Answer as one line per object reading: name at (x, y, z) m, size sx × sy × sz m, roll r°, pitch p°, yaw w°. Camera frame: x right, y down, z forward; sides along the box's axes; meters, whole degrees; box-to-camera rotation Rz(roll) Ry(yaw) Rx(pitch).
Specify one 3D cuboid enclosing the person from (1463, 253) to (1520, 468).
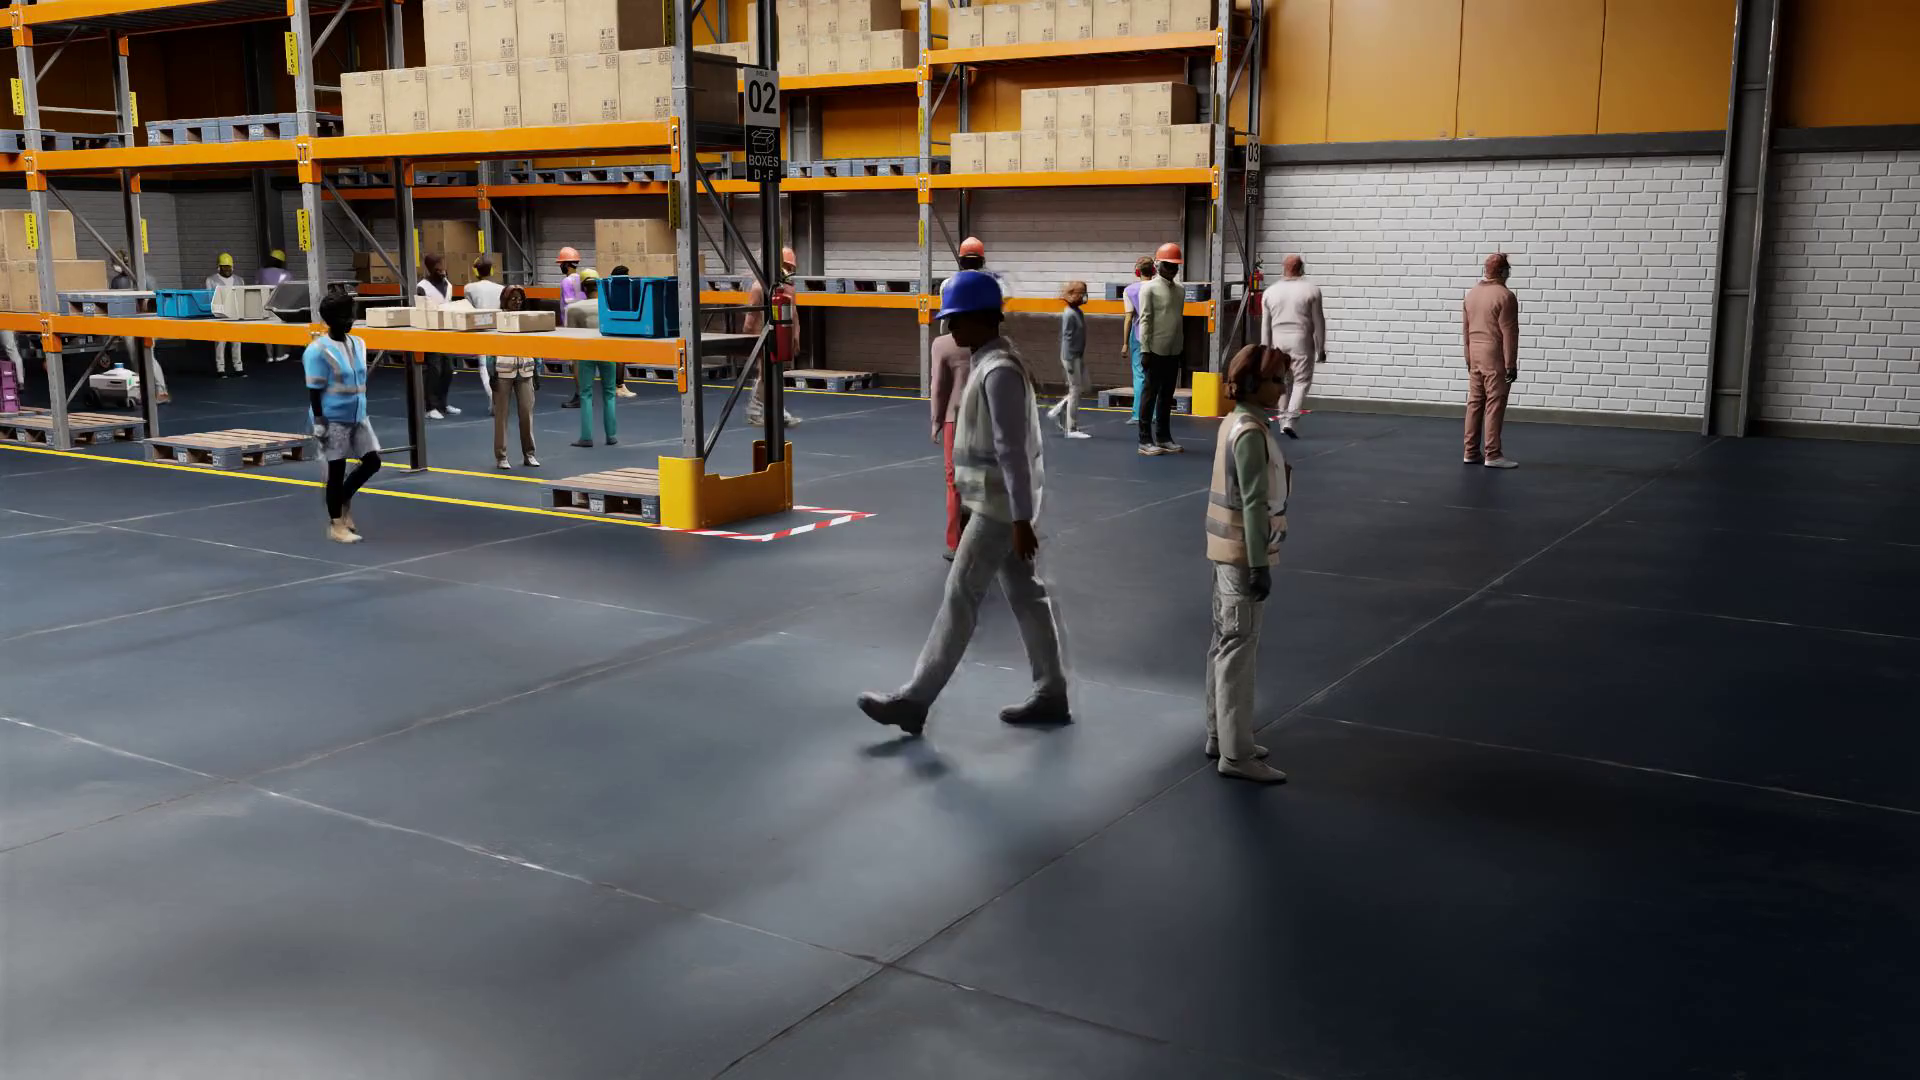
person at (4.771, -1.600, 14.861) m, size 0.409 × 1.908 × 0.652 m, roll -4°, pitch 11°, yaw -20°

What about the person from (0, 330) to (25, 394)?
person at (-12.690, -2.842, 21.871) m, size 0.998 × 1.876 × 0.710 m, roll 5°, pitch 12°, yaw 28°

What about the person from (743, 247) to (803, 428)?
person at (-2.007, -2.173, 17.931) m, size 0.962 × 1.934 × 0.642 m, roll 7°, pitch 12°, yaw 34°

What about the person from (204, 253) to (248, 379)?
person at (-10.725, -3.277, 24.376) m, size 0.403 × 1.827 × 0.601 m, roll 9°, pitch 13°, yaw 40°

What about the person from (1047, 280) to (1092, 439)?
person at (1.139, -1.838, 16.979) m, size 0.419 × 1.616 × 0.515 m, roll 4°, pitch 11°, yaw 19°

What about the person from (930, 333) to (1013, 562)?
person at (0.076, -0.738, 10.484) m, size 0.533 × 1.767 × 0.313 m, roll -1°, pitch 10°, yaw -5°

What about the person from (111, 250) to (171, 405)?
person at (-10.106, -2.597, 20.438) m, size 0.737 × 1.910 × 0.483 m, roll 3°, pitch 11°, yaw 16°

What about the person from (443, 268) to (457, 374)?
person at (-7.794, -3.284, 24.986) m, size 0.282 × 1.625 × 0.492 m, roll 5°, pitch 11°, yaw 26°

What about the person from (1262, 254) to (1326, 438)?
person at (3.431, -1.991, 17.144) m, size 0.656 × 1.911 × 0.661 m, roll 7°, pitch 12°, yaw 35°

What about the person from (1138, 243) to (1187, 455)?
person at (1.936, -1.801, 15.746) m, size 0.621 × 1.989 × 0.398 m, roll -10°, pitch 14°, yaw -43°

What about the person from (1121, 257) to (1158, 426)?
person at (2.028, -2.151, 18.102) m, size 0.564 × 1.841 × 0.394 m, roll -4°, pitch 11°, yaw -22°

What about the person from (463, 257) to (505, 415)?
person at (-5.492, -2.380, 19.419) m, size 0.534 × 1.840 × 0.787 m, roll -6°, pitch 12°, yaw -30°

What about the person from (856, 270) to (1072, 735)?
person at (0.032, -0.142, 6.822) m, size 0.966 × 1.891 × 0.636 m, roll 0°, pitch 10°, yaw -2°

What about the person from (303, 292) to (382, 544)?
person at (-4.112, -0.806, 11.076) m, size 0.372 × 1.679 × 0.554 m, roll 4°, pitch 11°, yaw 23°

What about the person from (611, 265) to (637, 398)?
person at (-4.377, -2.687, 21.464) m, size 0.317 × 1.698 × 0.540 m, roll -5°, pitch 11°, yaw -26°

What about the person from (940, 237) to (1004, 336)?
person at (0.115, -1.842, 15.820) m, size 0.609 × 2.048 × 0.367 m, roll 1°, pitch 10°, yaw 3°

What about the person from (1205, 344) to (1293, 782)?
person at (1.084, 0.082, 6.302) m, size 0.312 × 1.636 × 0.512 m, roll 0°, pitch 10°, yaw 1°

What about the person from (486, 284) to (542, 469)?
person at (-3.968, -1.448, 14.795) m, size 0.511 × 1.633 × 0.313 m, roll -7°, pitch 13°, yaw -35°

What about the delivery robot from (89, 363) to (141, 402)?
delivery robot at (-10.016, -1.867, 19.831) m, size 0.707 × 0.478 × 0.477 m, roll 4°, pitch 11°, yaw 22°

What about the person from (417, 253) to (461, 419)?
person at (-5.943, -2.298, 18.827) m, size 0.448 × 1.872 × 0.629 m, roll 3°, pitch 11°, yaw 18°

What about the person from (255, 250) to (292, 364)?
person at (-11.314, -3.836, 27.401) m, size 0.682 × 1.853 × 0.956 m, roll -1°, pitch 10°, yaw -8°

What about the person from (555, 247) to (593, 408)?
person at (-4.682, -2.559, 20.088) m, size 0.375 × 1.932 × 0.551 m, roll 2°, pitch 10°, yaw 11°

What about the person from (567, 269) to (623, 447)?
person at (-3.590, -1.786, 16.358) m, size 0.538 × 1.742 × 0.382 m, roll -3°, pitch 11°, yaw -15°
